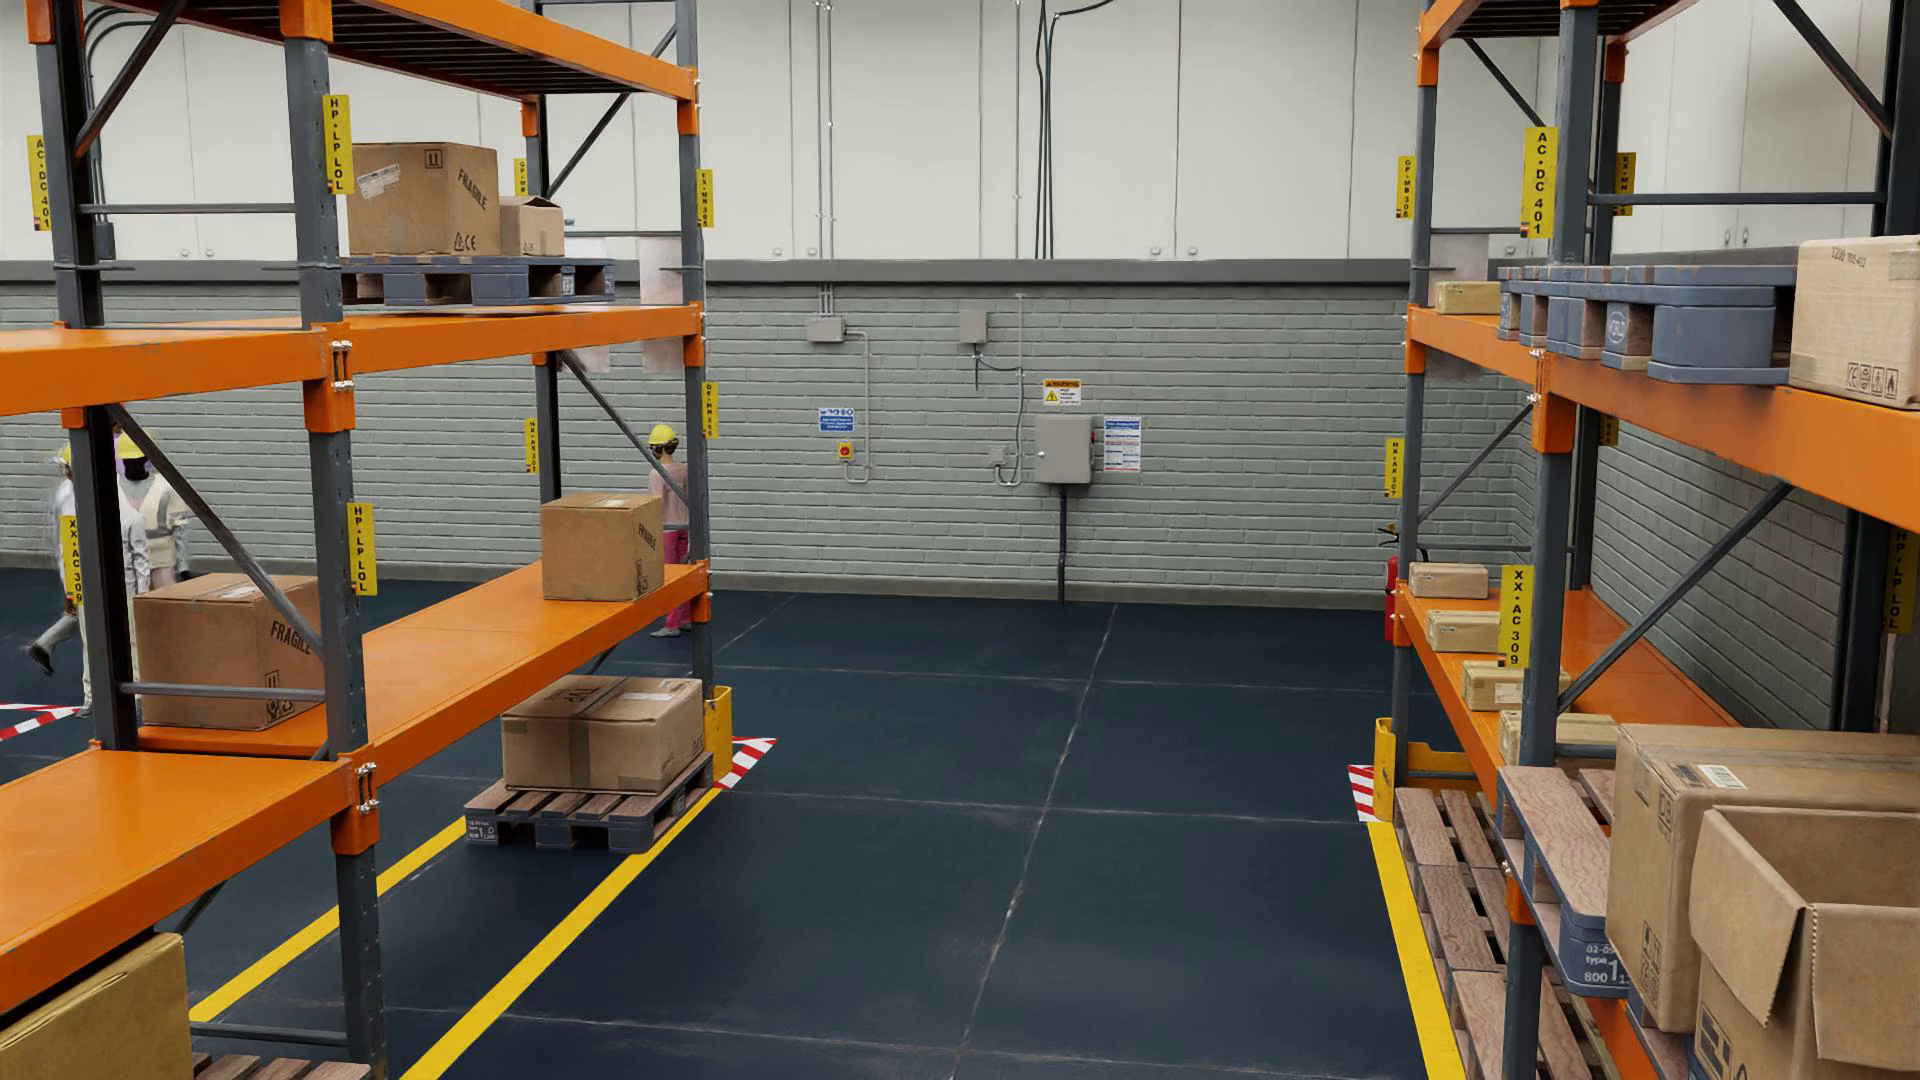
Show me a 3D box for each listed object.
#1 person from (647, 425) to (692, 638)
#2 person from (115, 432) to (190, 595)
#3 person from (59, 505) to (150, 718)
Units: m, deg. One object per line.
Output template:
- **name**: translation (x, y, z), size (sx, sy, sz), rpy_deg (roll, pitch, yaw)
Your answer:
- **person**: translation (-2.431, -0.072, 13.789), size (0.328, 1.767, 0.532), rpy_deg (4, 10, 21)
- **person**: translation (-5.852, 0.161, 11.939), size (0.589, 1.908, 0.440), rpy_deg (-2, 10, -14)
- **person**: translation (-5.815, 0.340, 11.311), size (0.562, 1.741, 0.345), rpy_deg (-2, 9, -11)
